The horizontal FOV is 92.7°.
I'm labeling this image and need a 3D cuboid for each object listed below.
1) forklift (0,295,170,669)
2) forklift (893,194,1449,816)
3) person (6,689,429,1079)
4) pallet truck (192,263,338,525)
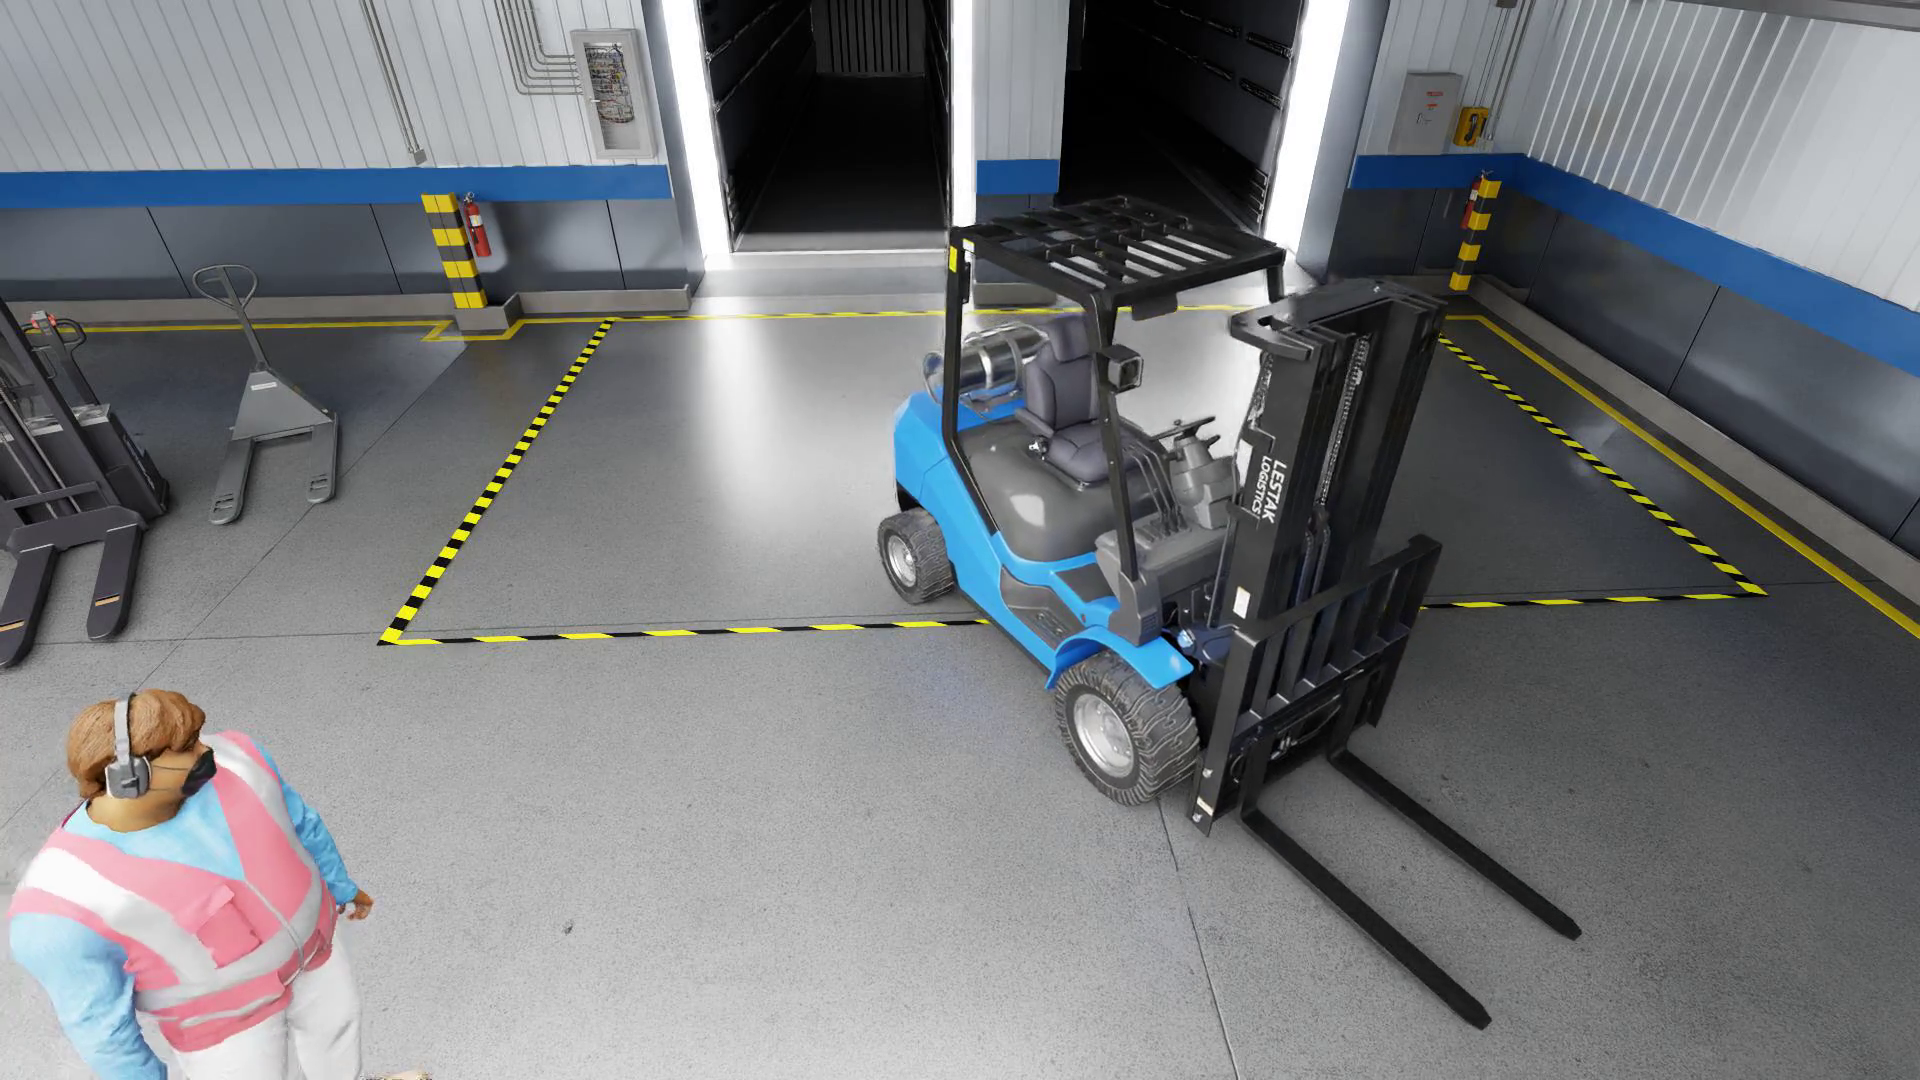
[{"bbox_3d":[-5.212,-0.618,4.878,0.823,1.965,1.885,-20,39,-26],"label":"forklift"},{"bbox_3d":[0.703,-0.423,4.287,1.157,2.036,2.680,-21,40,-27],"label":"forklift"},{"bbox_3d":[-1.922,1.194,2.451,0.432,1.814,0.766,7,36,11],"label":"person"},{"bbox_3d":[-4.778,-1.027,6.128,0.680,1.201,1.601,-17,38,-23],"label":"pallet truck"}]
